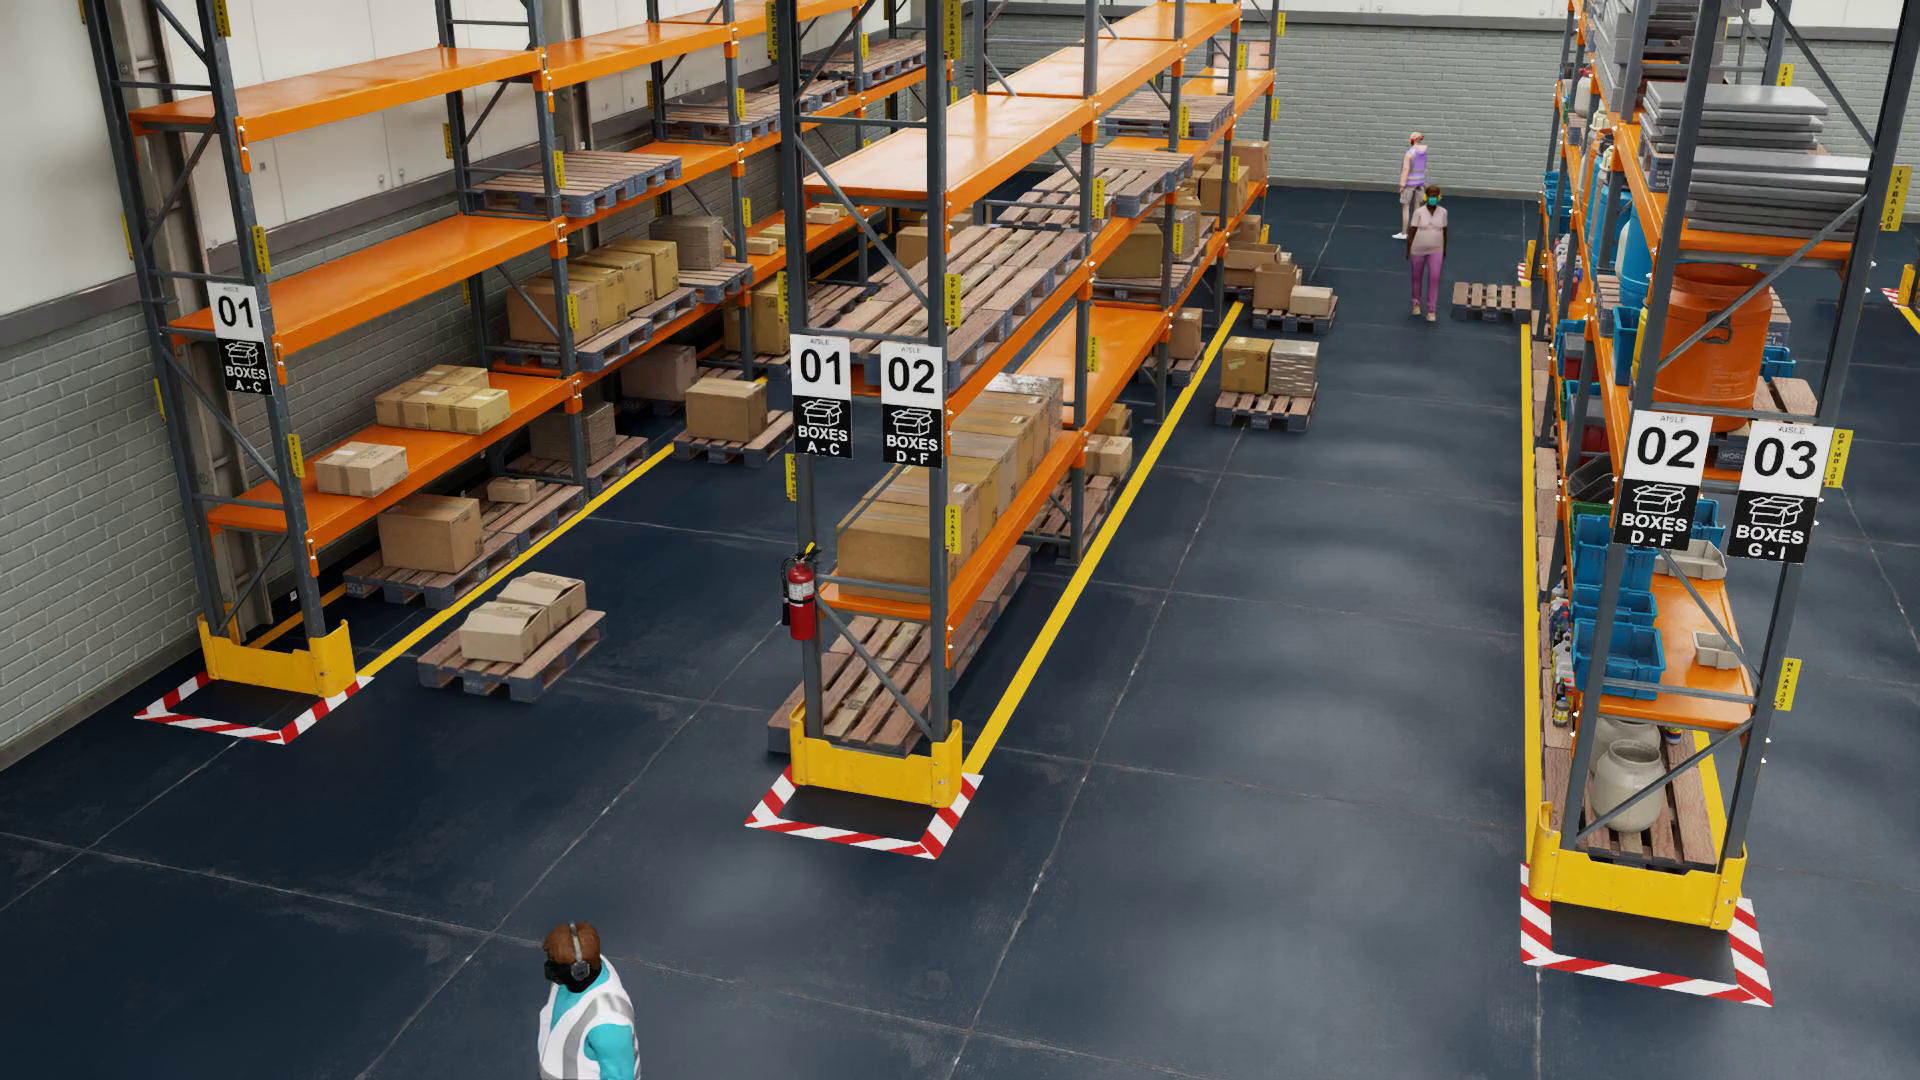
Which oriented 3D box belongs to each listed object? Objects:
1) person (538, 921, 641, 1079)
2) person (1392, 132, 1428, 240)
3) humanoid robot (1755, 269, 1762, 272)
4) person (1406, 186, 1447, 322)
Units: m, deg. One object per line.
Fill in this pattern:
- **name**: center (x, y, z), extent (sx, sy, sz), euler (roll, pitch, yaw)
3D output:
- **person**: center (-1.641, 2.484, 7.429), extent (0.431, 1.843, 0.623), euler (-12, 26, -25)
- **person**: center (7.181, -5.621, 26.416), extent (0.489, 1.688, 0.346), euler (-13, 27, -28)
- **humanoid robot**: center (11.592, -4.733, 24.375), extent (0.614, 1.641, 0.519), euler (-20, 30, -38)
- **person**: center (6.197, -3.796, 22.076), extent (0.544, 1.760, 0.855), euler (3, 24, 8)
